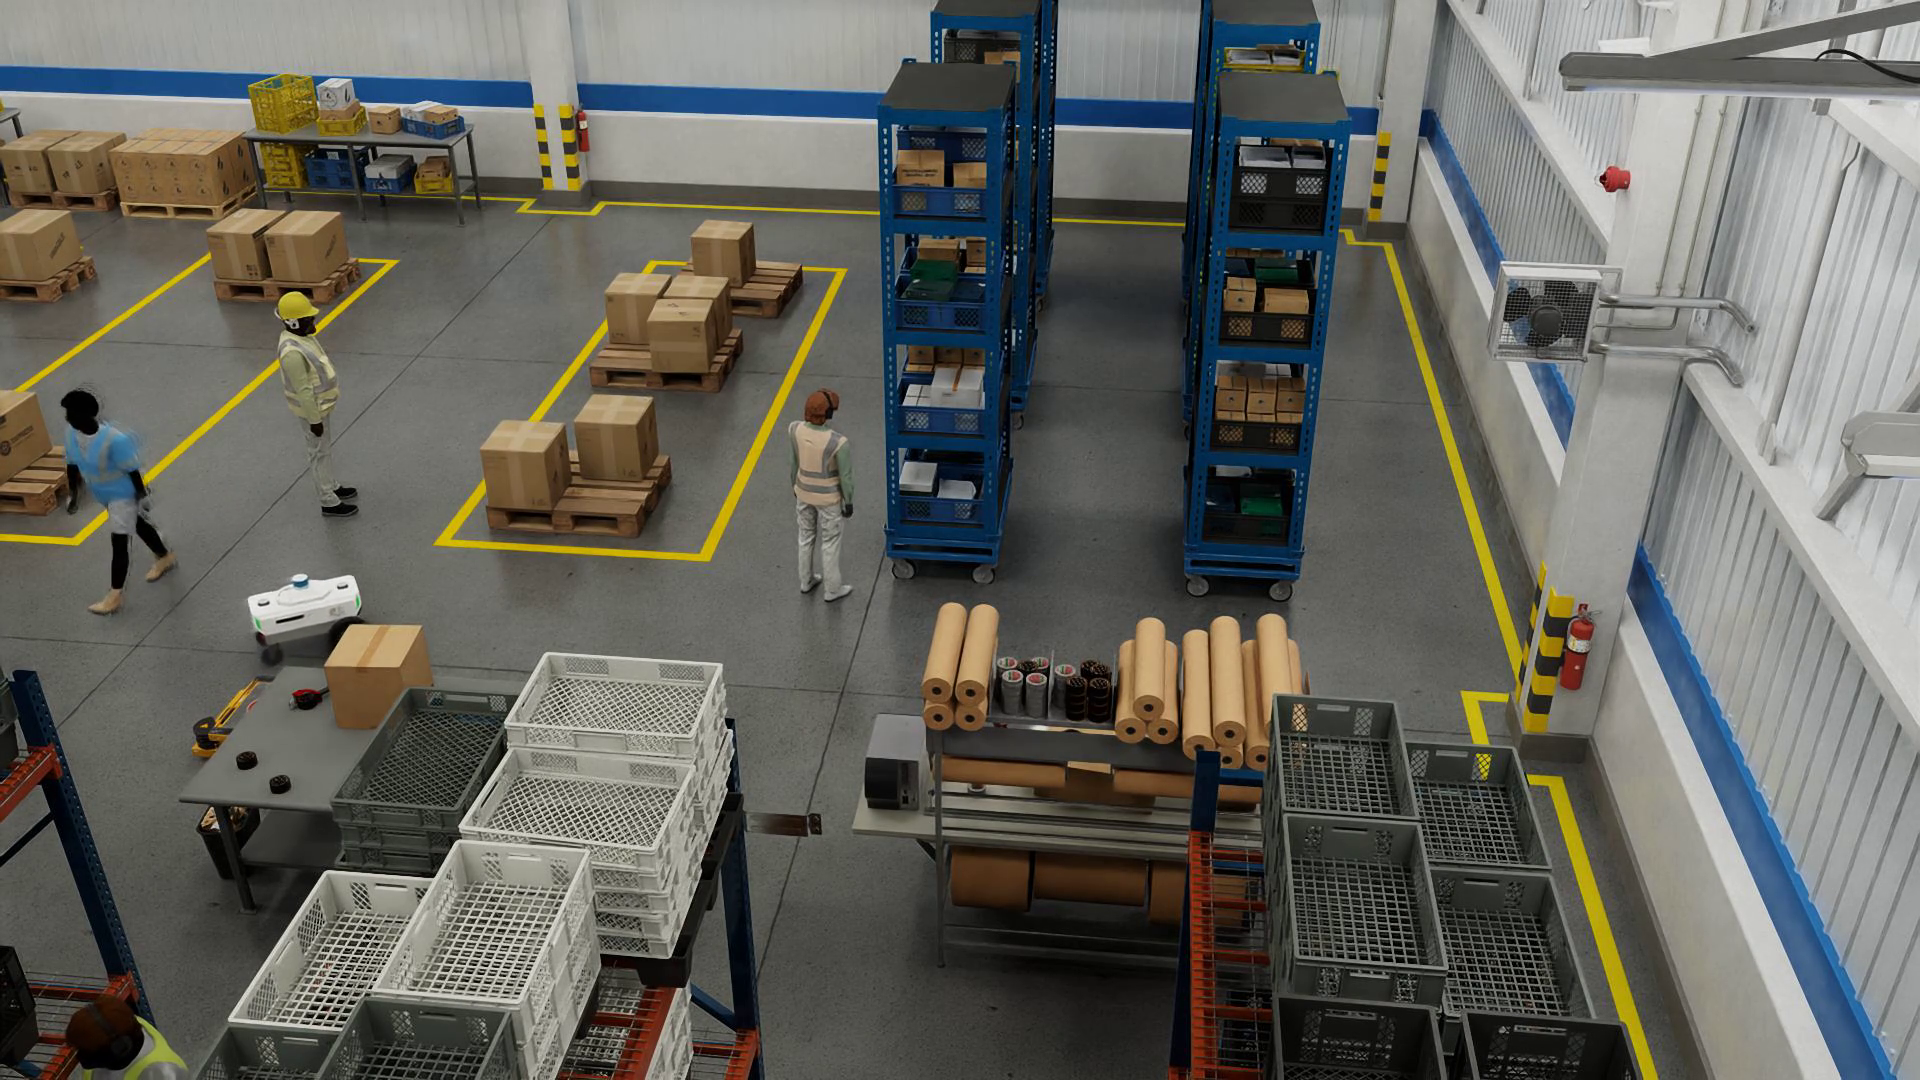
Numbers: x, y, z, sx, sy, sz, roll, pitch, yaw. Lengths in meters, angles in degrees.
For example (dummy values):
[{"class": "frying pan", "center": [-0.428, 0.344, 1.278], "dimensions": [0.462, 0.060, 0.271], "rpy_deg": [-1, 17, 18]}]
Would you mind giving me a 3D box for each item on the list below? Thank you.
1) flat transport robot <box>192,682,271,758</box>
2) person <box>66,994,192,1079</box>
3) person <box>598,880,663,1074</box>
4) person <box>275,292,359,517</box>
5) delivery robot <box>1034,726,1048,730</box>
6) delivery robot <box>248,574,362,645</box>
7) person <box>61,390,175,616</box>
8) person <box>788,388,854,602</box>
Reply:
[{"class": "flat transport robot", "center": [-4.089, 1.163, 10.648], "dimensions": [1.431, 0.197, 0.652], "rpy_deg": [3, 30, 6]}, {"class": "person", "center": [-3.259, 2.540, 6.738], "dimensions": [0.624, 1.840, 0.429], "rpy_deg": [25, 38, 36]}, {"class": "person", "center": [-1.650, 1.779, 7.954], "dimensions": [0.629, 1.931, 0.358], "rpy_deg": [-4, 30, -7]}, {"class": "person", "center": [-5.009, -1.062, 12.929], "dimensions": [0.404, 1.833, 0.590], "rpy_deg": [-9, 31, -15]}, {"class": "delivery robot", "center": [0.812, 1.241, 10.138], "dimensions": [0.707, 0.478, 0.477], "rpy_deg": [11, 31, 18]}, {"class": "delivery robot", "center": [-4.514, 0.464, 11.472], "dimensions": [0.707, 0.478, 0.477], "rpy_deg": [-14, 32, -23]}, {"class": "person", "center": [-6.066, -0.308, 11.807], "dimensions": [0.542, 1.641, 0.893], "rpy_deg": [13, 33, 22]}, {"class": "person", "center": [-0.985, -0.310, 11.836], "dimensions": [0.526, 1.631, 0.319], "rpy_deg": [17, 34, 26]}]
